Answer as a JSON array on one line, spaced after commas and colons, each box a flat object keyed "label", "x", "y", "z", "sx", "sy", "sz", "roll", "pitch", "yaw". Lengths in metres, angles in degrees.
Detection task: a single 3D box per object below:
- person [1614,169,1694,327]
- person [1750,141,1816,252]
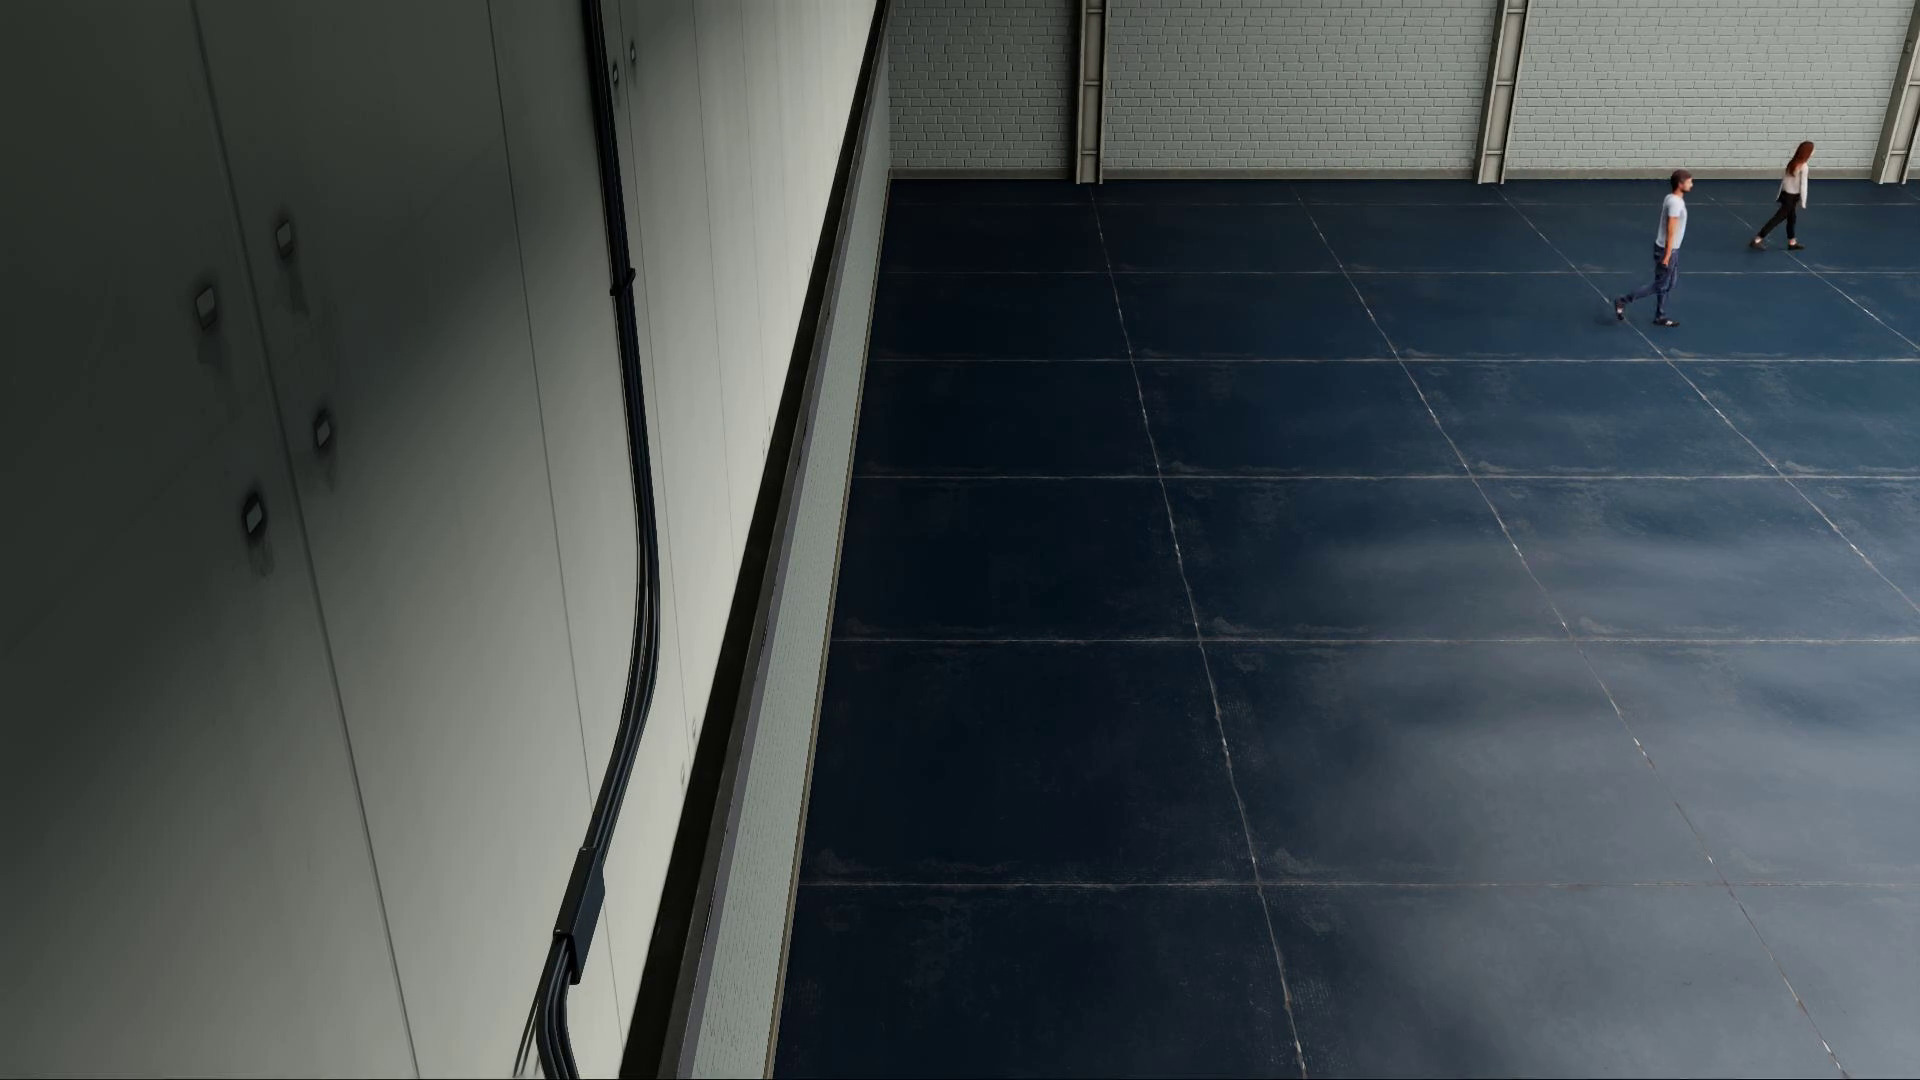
[{"label": "person", "x": 8.043, "y": -3.337, "z": 19.146, "sx": 1.094, "sy": 1.847, "sz": 0.813, "roll": 7, "pitch": 29, "yaw": 13}, {"label": "person", "x": 10.718, "y": -4.433, "z": 21.630, "sx": 0.985, "sy": 1.446, "sz": 0.563, "roll": -1, "pitch": 28, "yaw": -3}]
